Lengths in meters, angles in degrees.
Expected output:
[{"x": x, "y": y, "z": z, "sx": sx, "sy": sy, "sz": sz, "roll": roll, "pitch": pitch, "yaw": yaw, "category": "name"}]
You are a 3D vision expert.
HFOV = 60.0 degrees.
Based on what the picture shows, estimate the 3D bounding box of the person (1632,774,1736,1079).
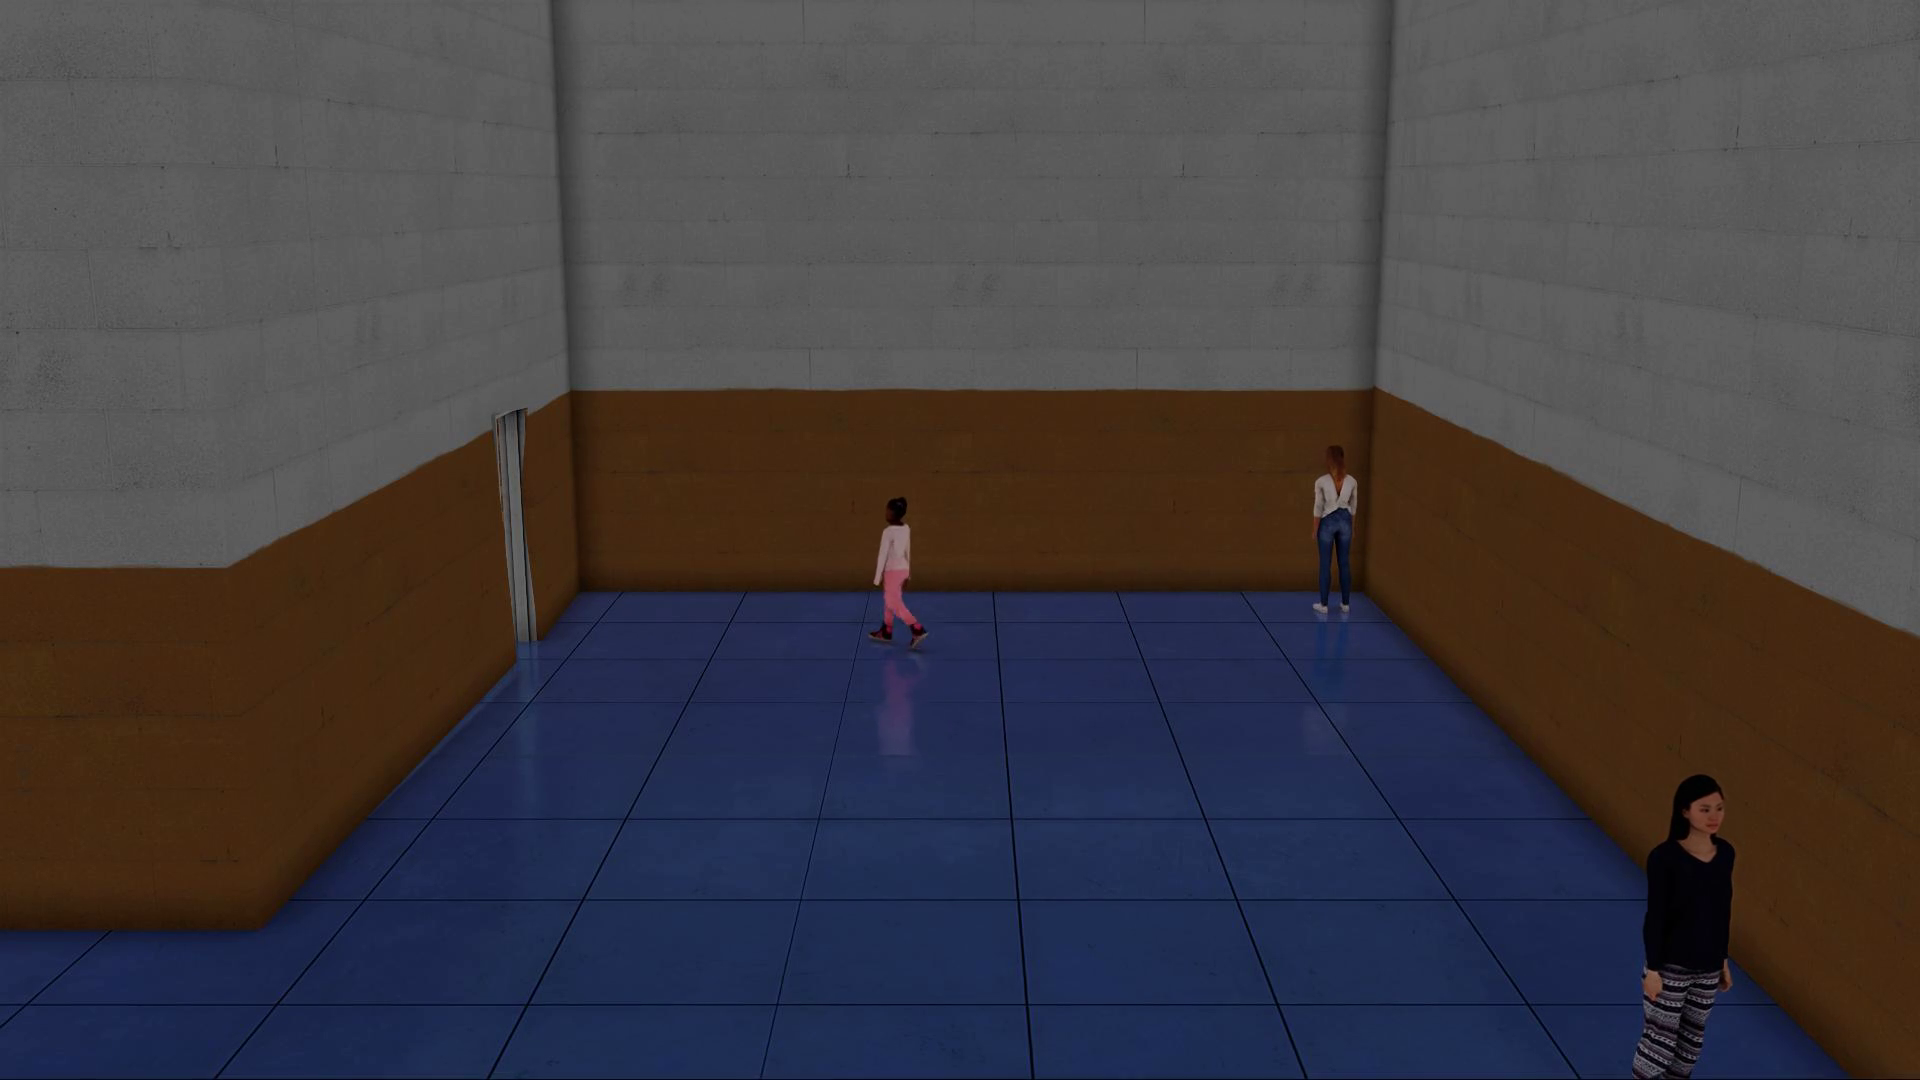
[{"x": 3.244, "y": 1.878, "z": 7.466, "sx": 0.561, "sy": 1.734, "sz": 0.724, "roll": -4, "pitch": 12, "yaw": -17, "category": "person"}]

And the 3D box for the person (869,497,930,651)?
[{"x": -0.565, "y": 0.314, "z": 15.625, "sx": 1.022, "sy": 1.432, "sz": 0.828, "roll": 7, "pitch": 14, "yaw": 29, "category": "person"}]

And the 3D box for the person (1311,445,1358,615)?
[{"x": 3.820, "y": -0.111, "z": 16.934, "sx": 0.476, "sy": 1.725, "sz": 0.680, "roll": -1, "pitch": 12, "yaw": -4, "category": "person"}]
